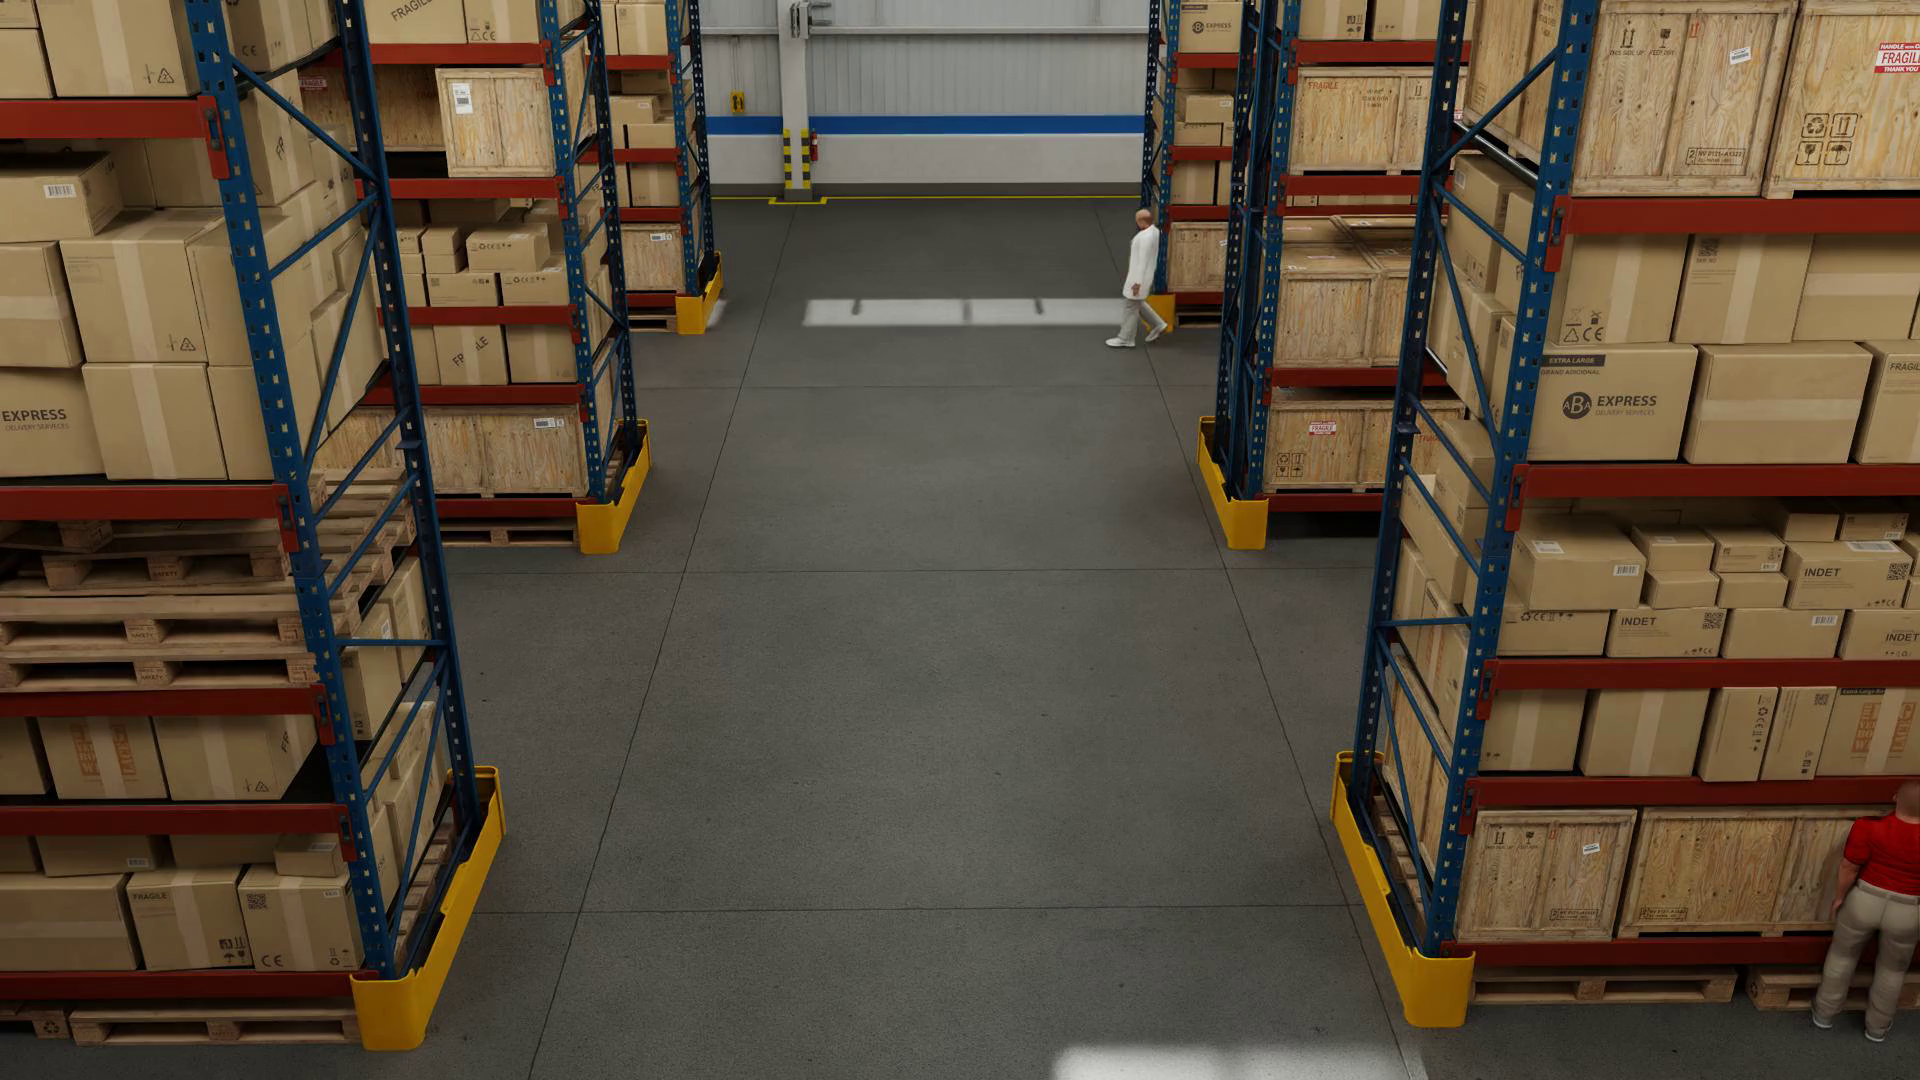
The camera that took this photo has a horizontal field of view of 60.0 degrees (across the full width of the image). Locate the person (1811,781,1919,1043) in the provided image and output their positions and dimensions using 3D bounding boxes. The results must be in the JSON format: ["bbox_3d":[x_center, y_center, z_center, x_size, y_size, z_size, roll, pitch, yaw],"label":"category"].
[{"bbox_3d":[5.261,2.080,9.475,0.528,1.723,0.411,14,29,28],"label":"person"}]

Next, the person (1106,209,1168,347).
[{"bbox_3d":[2.253,-3.288,20.881,0.747,1.758,0.622,7,26,15],"label":"person"}]
